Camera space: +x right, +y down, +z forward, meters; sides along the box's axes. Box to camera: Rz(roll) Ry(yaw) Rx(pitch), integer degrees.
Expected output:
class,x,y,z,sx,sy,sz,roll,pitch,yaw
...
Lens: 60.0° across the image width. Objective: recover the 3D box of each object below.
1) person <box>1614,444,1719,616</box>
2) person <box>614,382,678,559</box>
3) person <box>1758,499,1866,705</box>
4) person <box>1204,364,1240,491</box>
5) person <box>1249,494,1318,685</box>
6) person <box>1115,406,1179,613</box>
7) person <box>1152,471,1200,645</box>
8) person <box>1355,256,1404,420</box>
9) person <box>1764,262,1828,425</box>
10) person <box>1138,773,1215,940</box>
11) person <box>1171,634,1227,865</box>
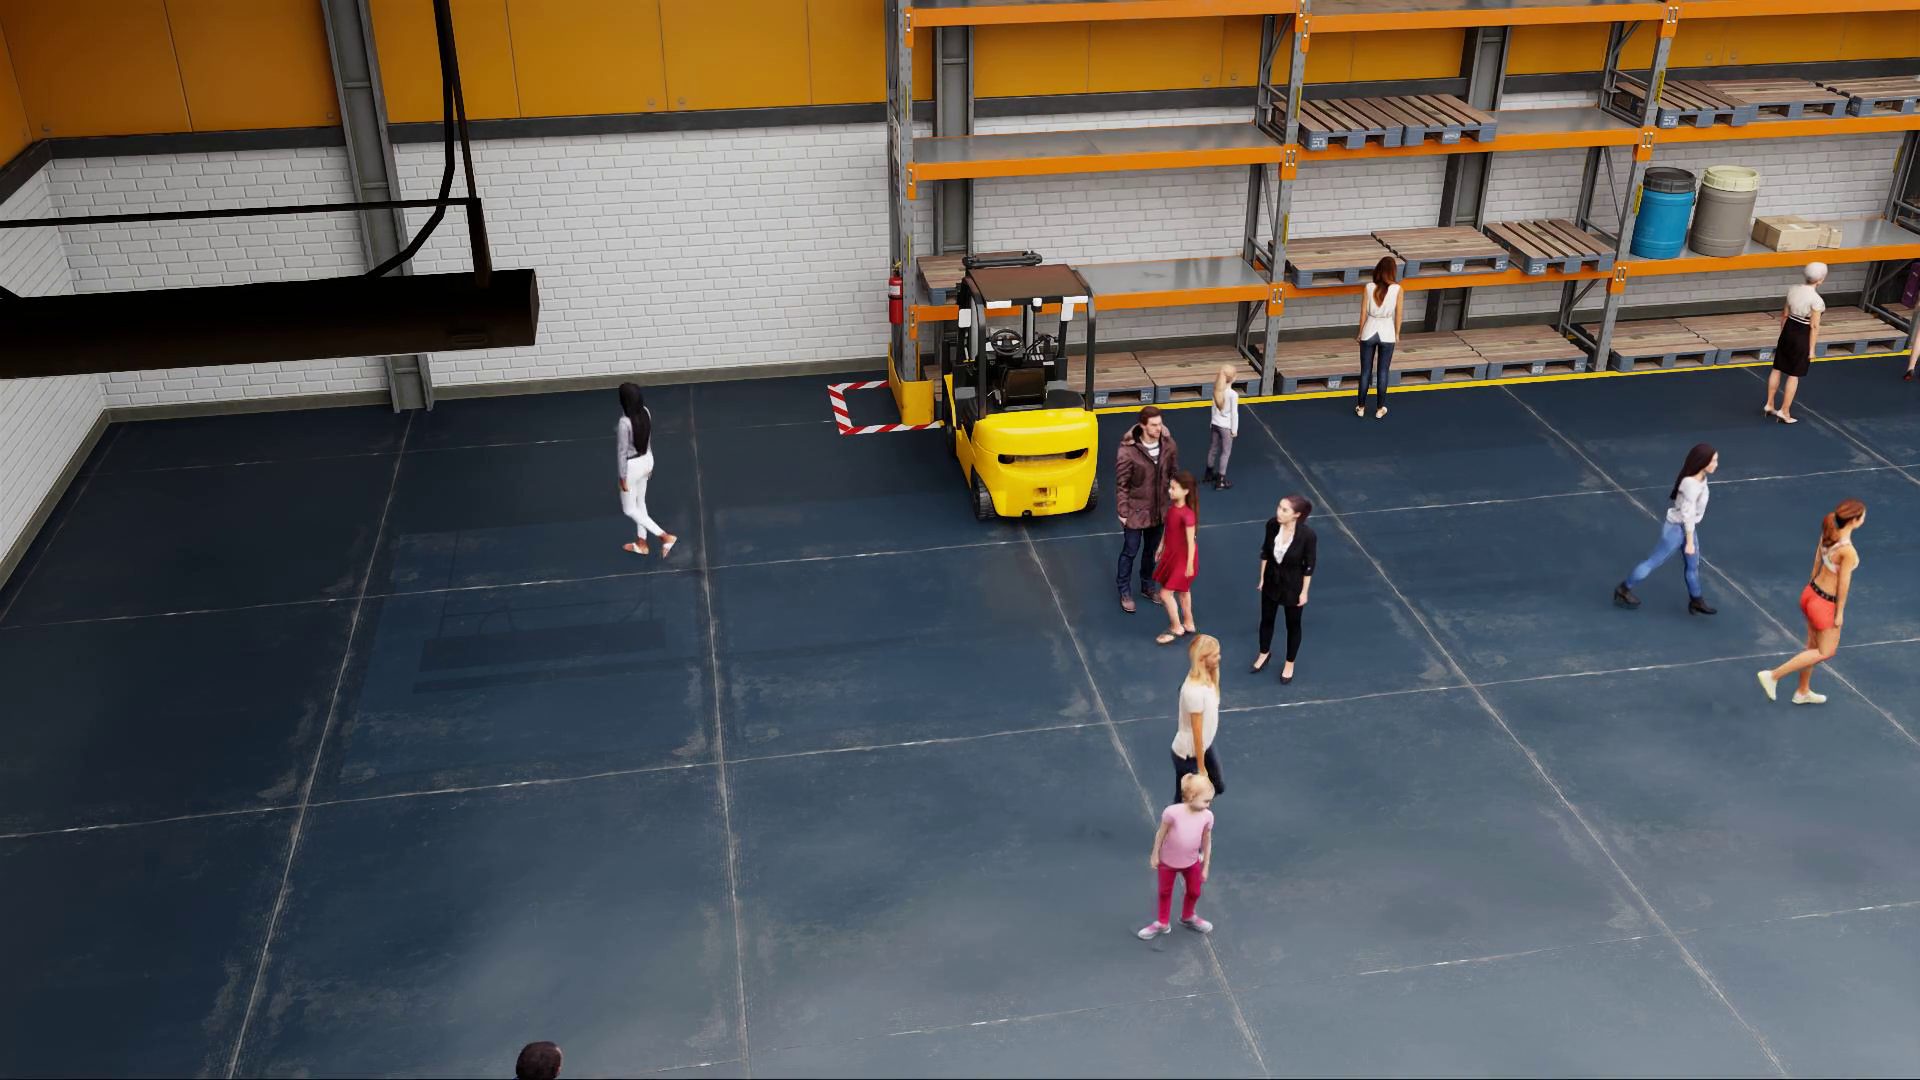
class,x,y,z,sx,sy,sz,roll,pitch,yaw
person,5.963,-0.075,14.020,1.147,1.585,1.024,14,32,24
person,-2.821,-0.591,14.831,1.009,1.714,0.894,13,31,22
person,6.532,0.515,12.734,0.875,1.780,0.664,-1,29,-1
person,2.565,-1.116,16.251,0.593,1.274,0.567,-18,34,-30
person,2.575,0.357,13.149,0.683,1.660,0.734,21,35,33
person,1.568,-0.289,14.135,0.727,1.849,0.891,-13,31,-23
person,1.887,0.118,13.716,0.632,1.537,0.542,-5,29,-8
person,4.426,-2.140,17.597,0.606,1.785,0.721,8,30,15
person,8.798,-2.080,17.517,0.585,1.755,0.667,-10,30,-18
person,1.357,2.005,10.550,0.484,1.256,0.730,8,30,14
person,1.469,1.395,11.099,0.739,1.800,0.705,12,31,21
